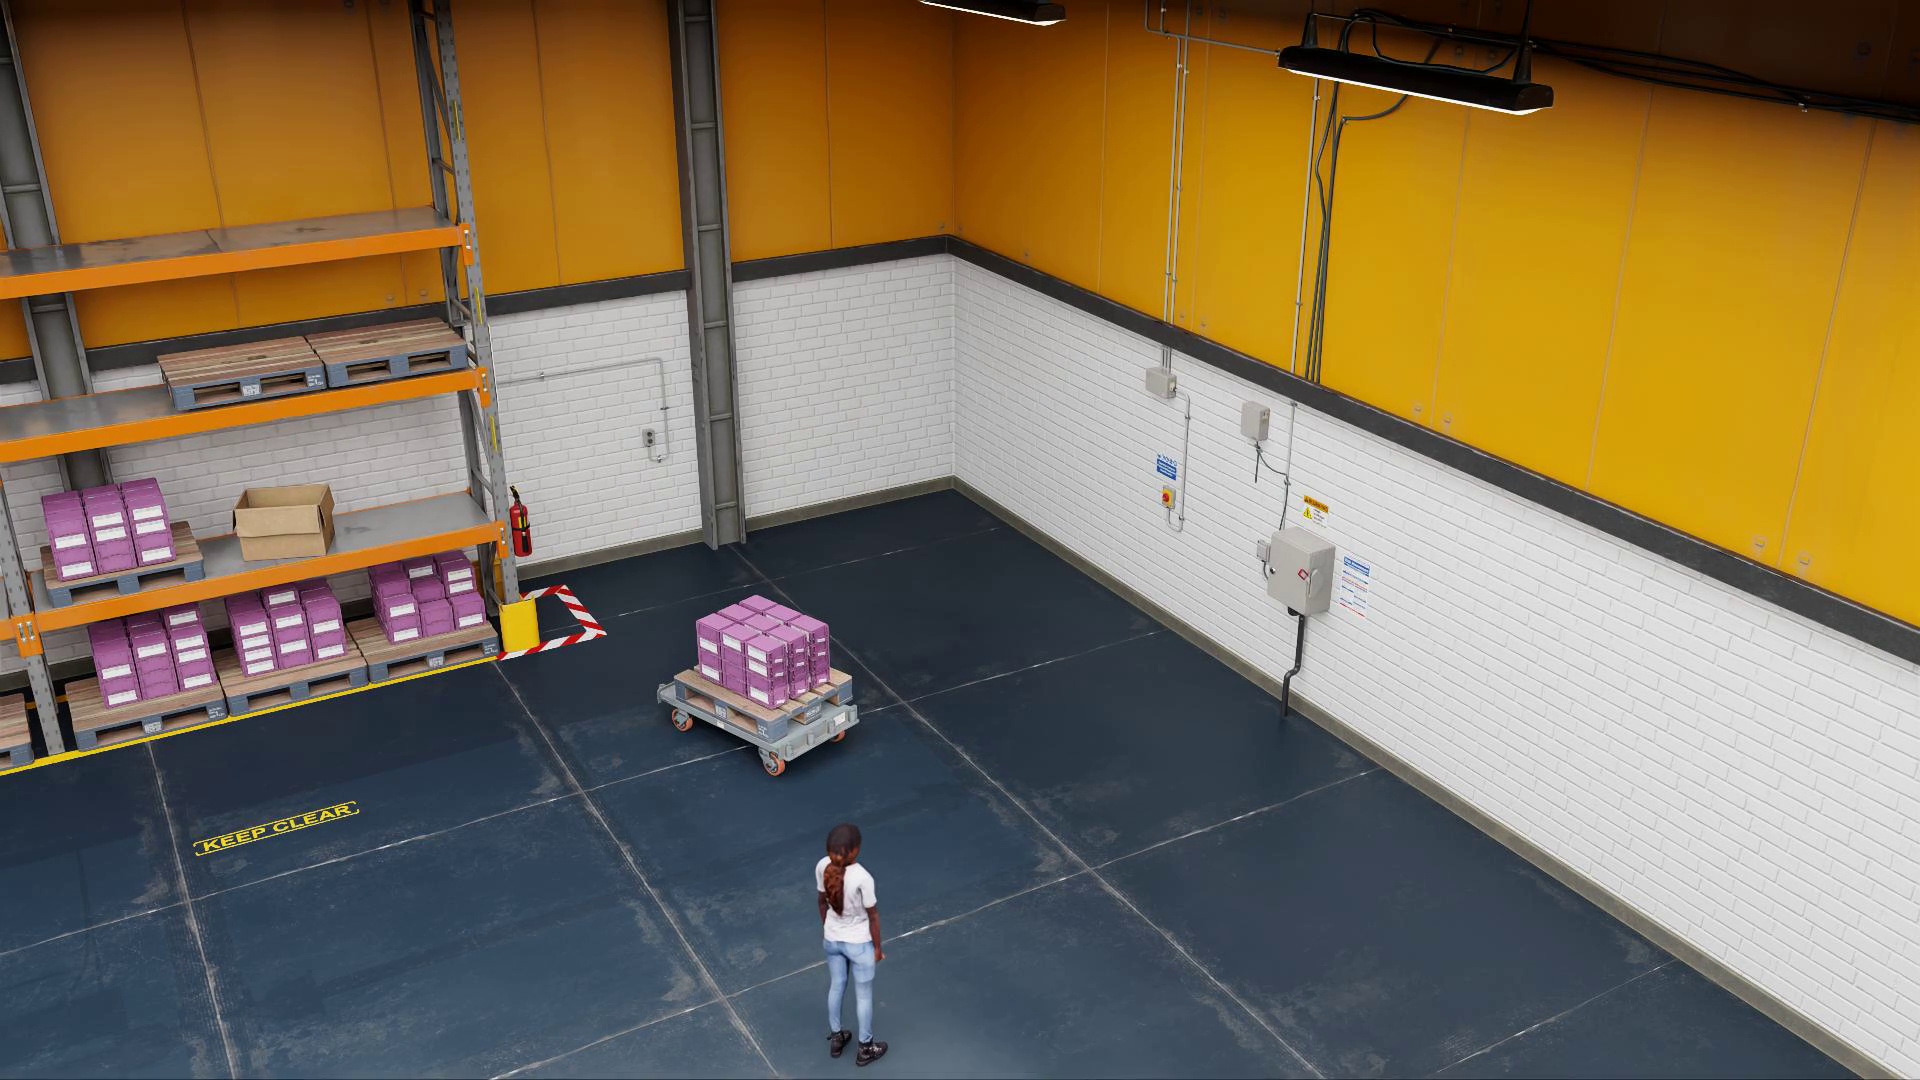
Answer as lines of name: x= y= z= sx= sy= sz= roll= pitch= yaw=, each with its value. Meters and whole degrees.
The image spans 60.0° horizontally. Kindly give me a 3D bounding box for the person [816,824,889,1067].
person: x=-0.695 y=2.526 z=10.466 sx=0.670 sy=1.719 sz=0.680 roll=13 pitch=27 yaw=27
